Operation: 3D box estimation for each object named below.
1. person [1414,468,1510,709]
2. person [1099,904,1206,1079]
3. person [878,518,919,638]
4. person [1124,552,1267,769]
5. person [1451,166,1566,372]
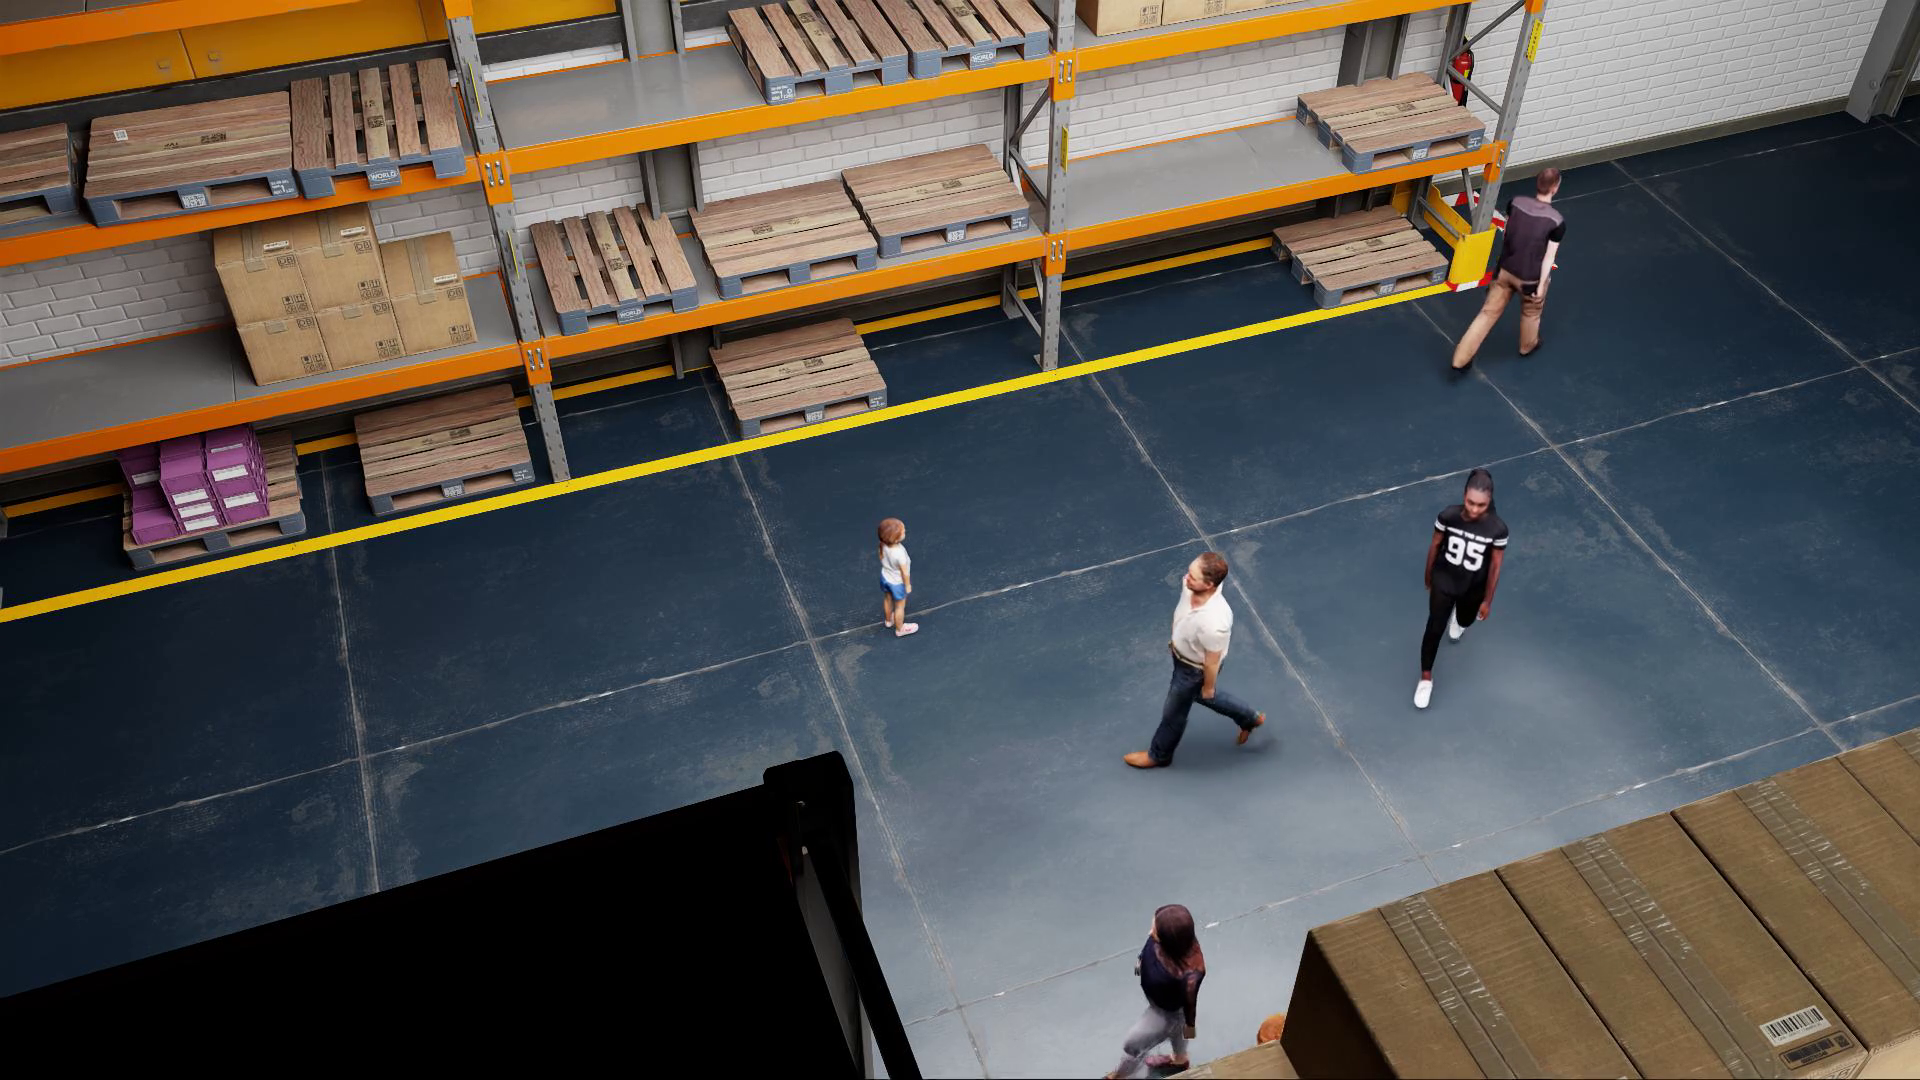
[{"bbox_3d":[3.227,0.233,10.675,1.112,1.703,1.151,16,46,16],"label":"person"},{"bbox_3d":[1.117,2.348,8.541,0.895,1.583,0.717,-6,44,-6],"label":"person"},{"bbox_3d":[-0.442,0.237,11.166,0.485,1.019,0.461,-27,50,-26],"label":"person"},{"bbox_3d":[1.520,0.729,10.058,1.200,1.836,0.876,-4,44,-4],"label":"person"},{"bbox_3d":[4.311,-2.057,13.012,1.316,1.795,0.970,-30,51,-28],"label":"person"}]
